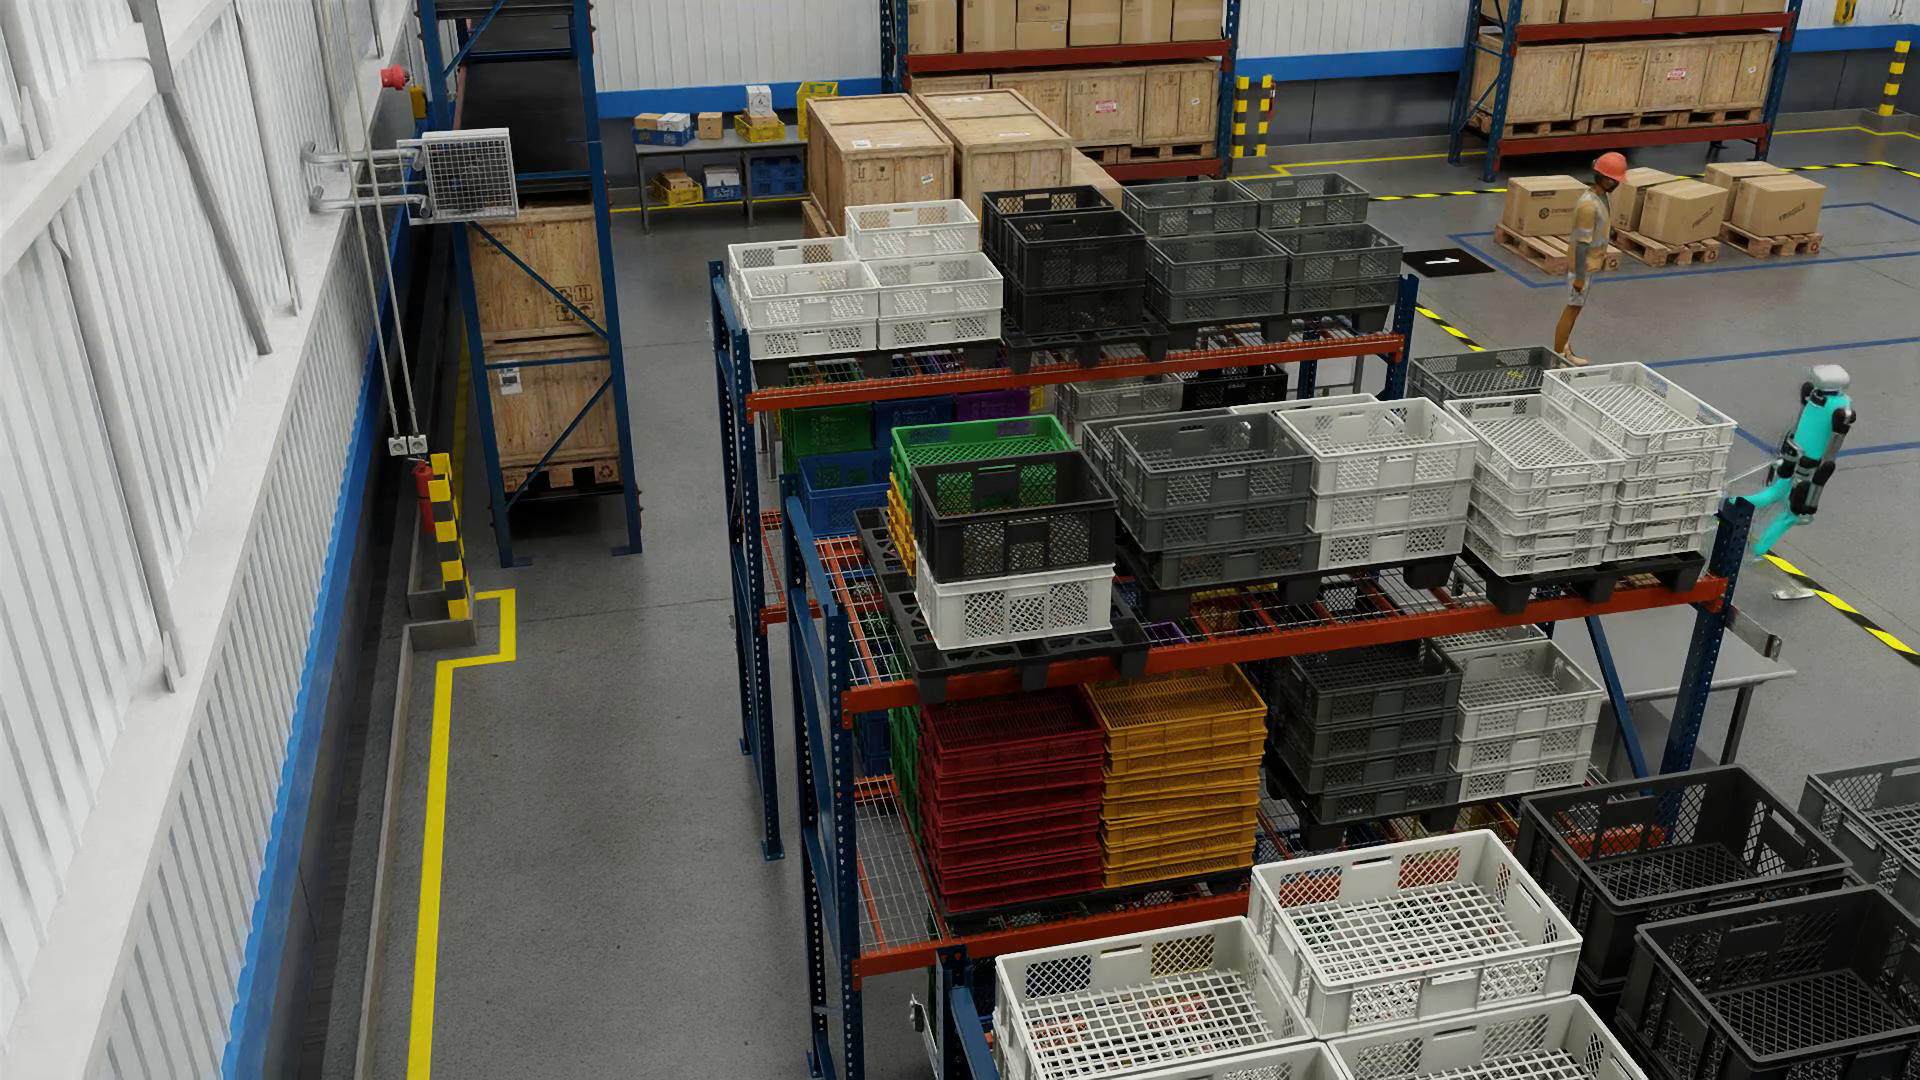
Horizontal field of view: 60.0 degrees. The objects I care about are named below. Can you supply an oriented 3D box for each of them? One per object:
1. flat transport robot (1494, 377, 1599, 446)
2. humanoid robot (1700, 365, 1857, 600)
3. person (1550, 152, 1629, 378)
[{"bbox_3d":[4.780,-1.036,14.013,0.659,0.231,1.431,-6,28,-12],"label":"flat transport robot"},{"bbox_3d":[5.377,-0.321,11.148,1.035,1.777,0.536,-1,28,-2],"label":"humanoid robot"},{"bbox_3d":[5.599,-2.446,14.801,0.400,2.028,0.612,14,31,25],"label":"person"}]
